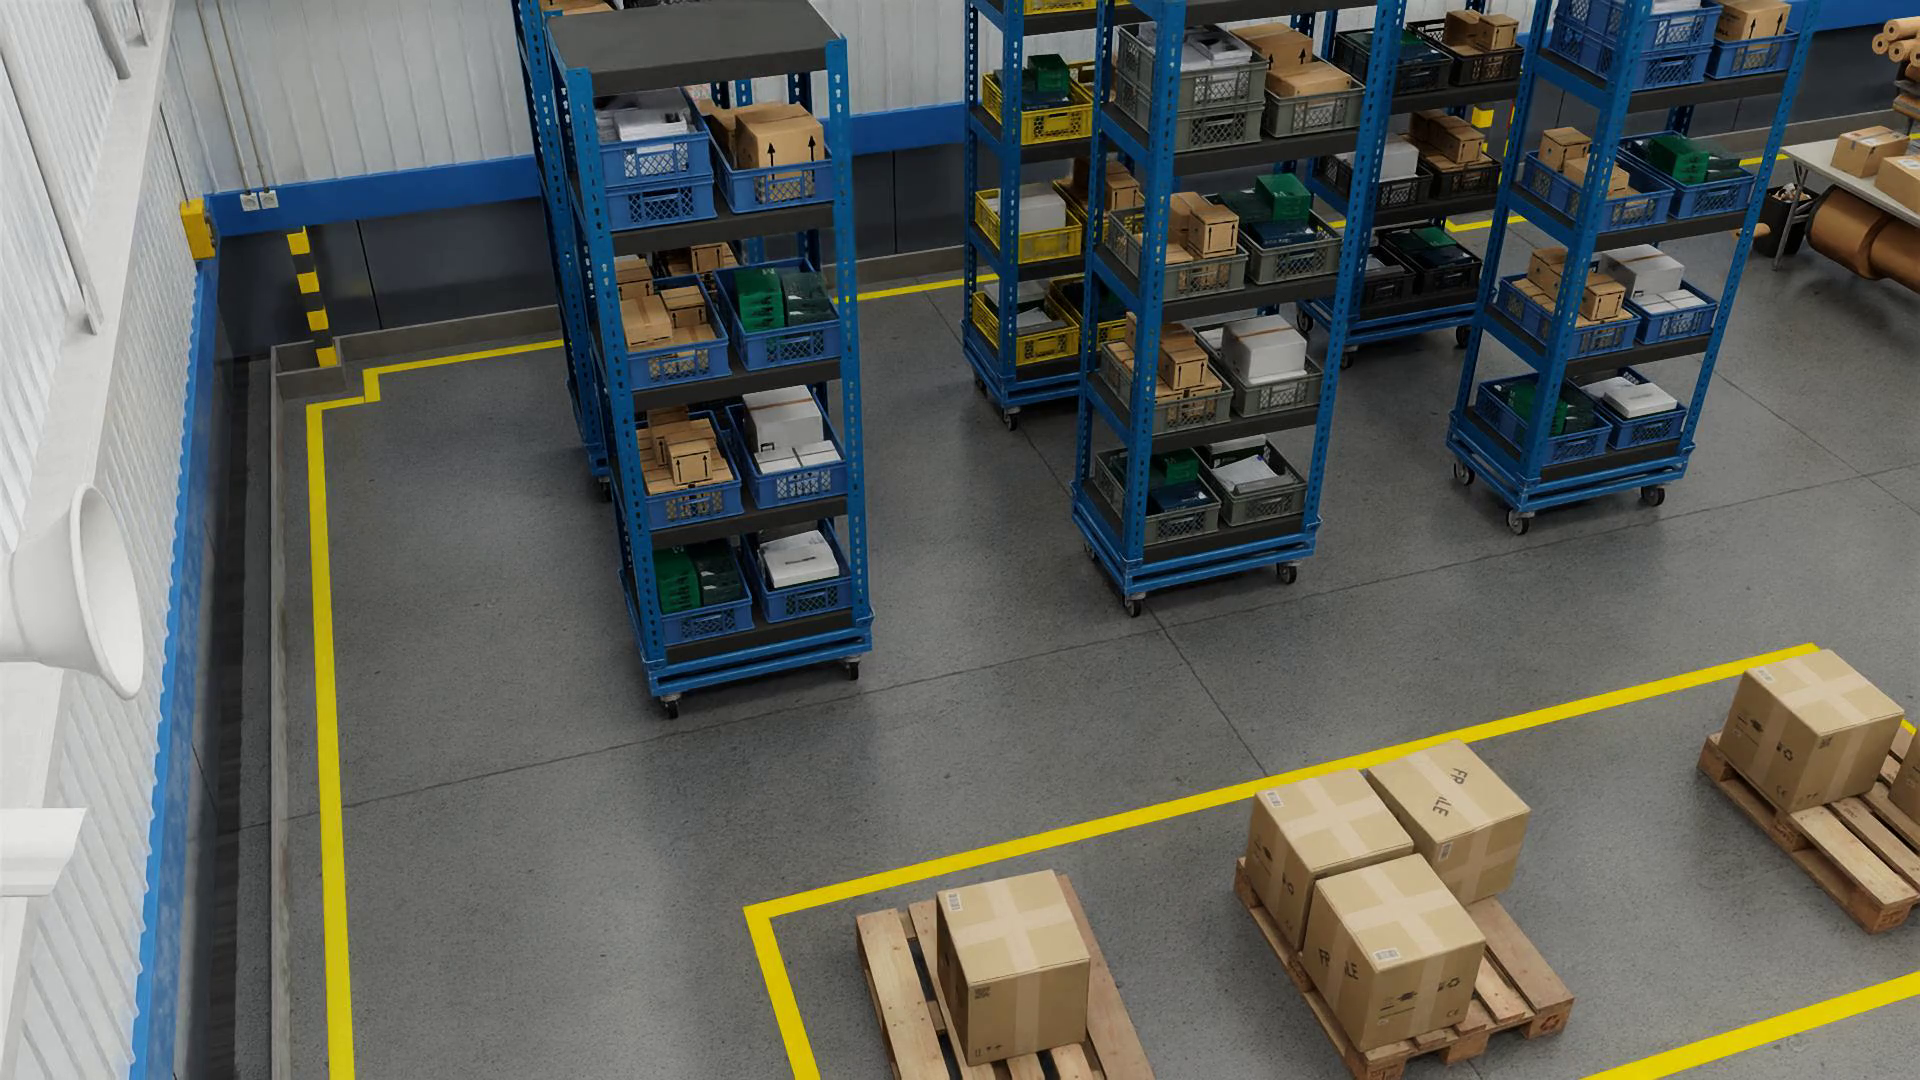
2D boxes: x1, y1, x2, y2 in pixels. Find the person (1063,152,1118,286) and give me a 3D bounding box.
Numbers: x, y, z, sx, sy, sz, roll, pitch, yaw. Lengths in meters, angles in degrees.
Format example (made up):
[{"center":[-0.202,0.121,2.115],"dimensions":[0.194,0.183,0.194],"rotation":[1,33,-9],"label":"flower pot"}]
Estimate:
[{"center":[1.036,-2.596,12.550],"dimensions":[0.531,1.605,0.531],"rotation":[-8,36,-11],"label":"person"}]
